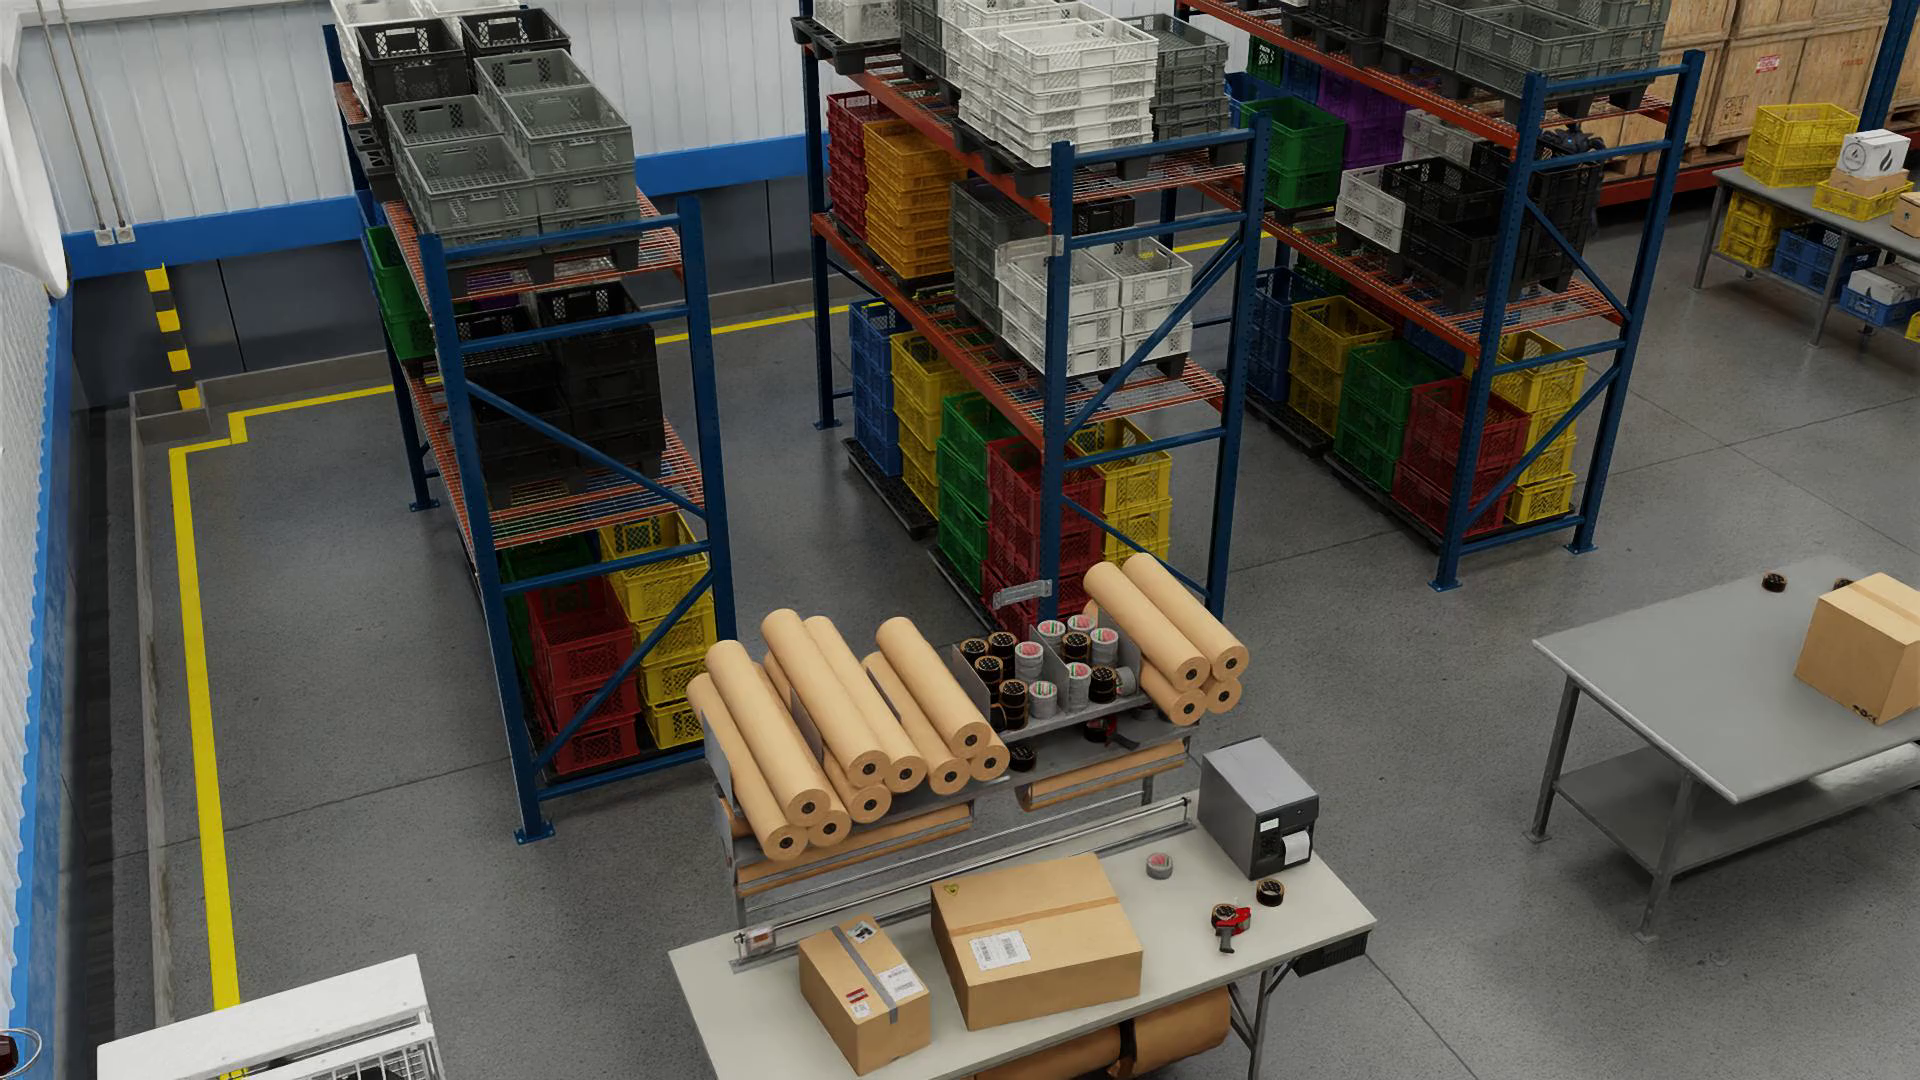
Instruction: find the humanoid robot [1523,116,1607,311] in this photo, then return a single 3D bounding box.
[{"bbox_3d":[4.648,-2.590,12.834,0.592,1.648,0.333,18,36,26],"label":"humanoid robot"}]
